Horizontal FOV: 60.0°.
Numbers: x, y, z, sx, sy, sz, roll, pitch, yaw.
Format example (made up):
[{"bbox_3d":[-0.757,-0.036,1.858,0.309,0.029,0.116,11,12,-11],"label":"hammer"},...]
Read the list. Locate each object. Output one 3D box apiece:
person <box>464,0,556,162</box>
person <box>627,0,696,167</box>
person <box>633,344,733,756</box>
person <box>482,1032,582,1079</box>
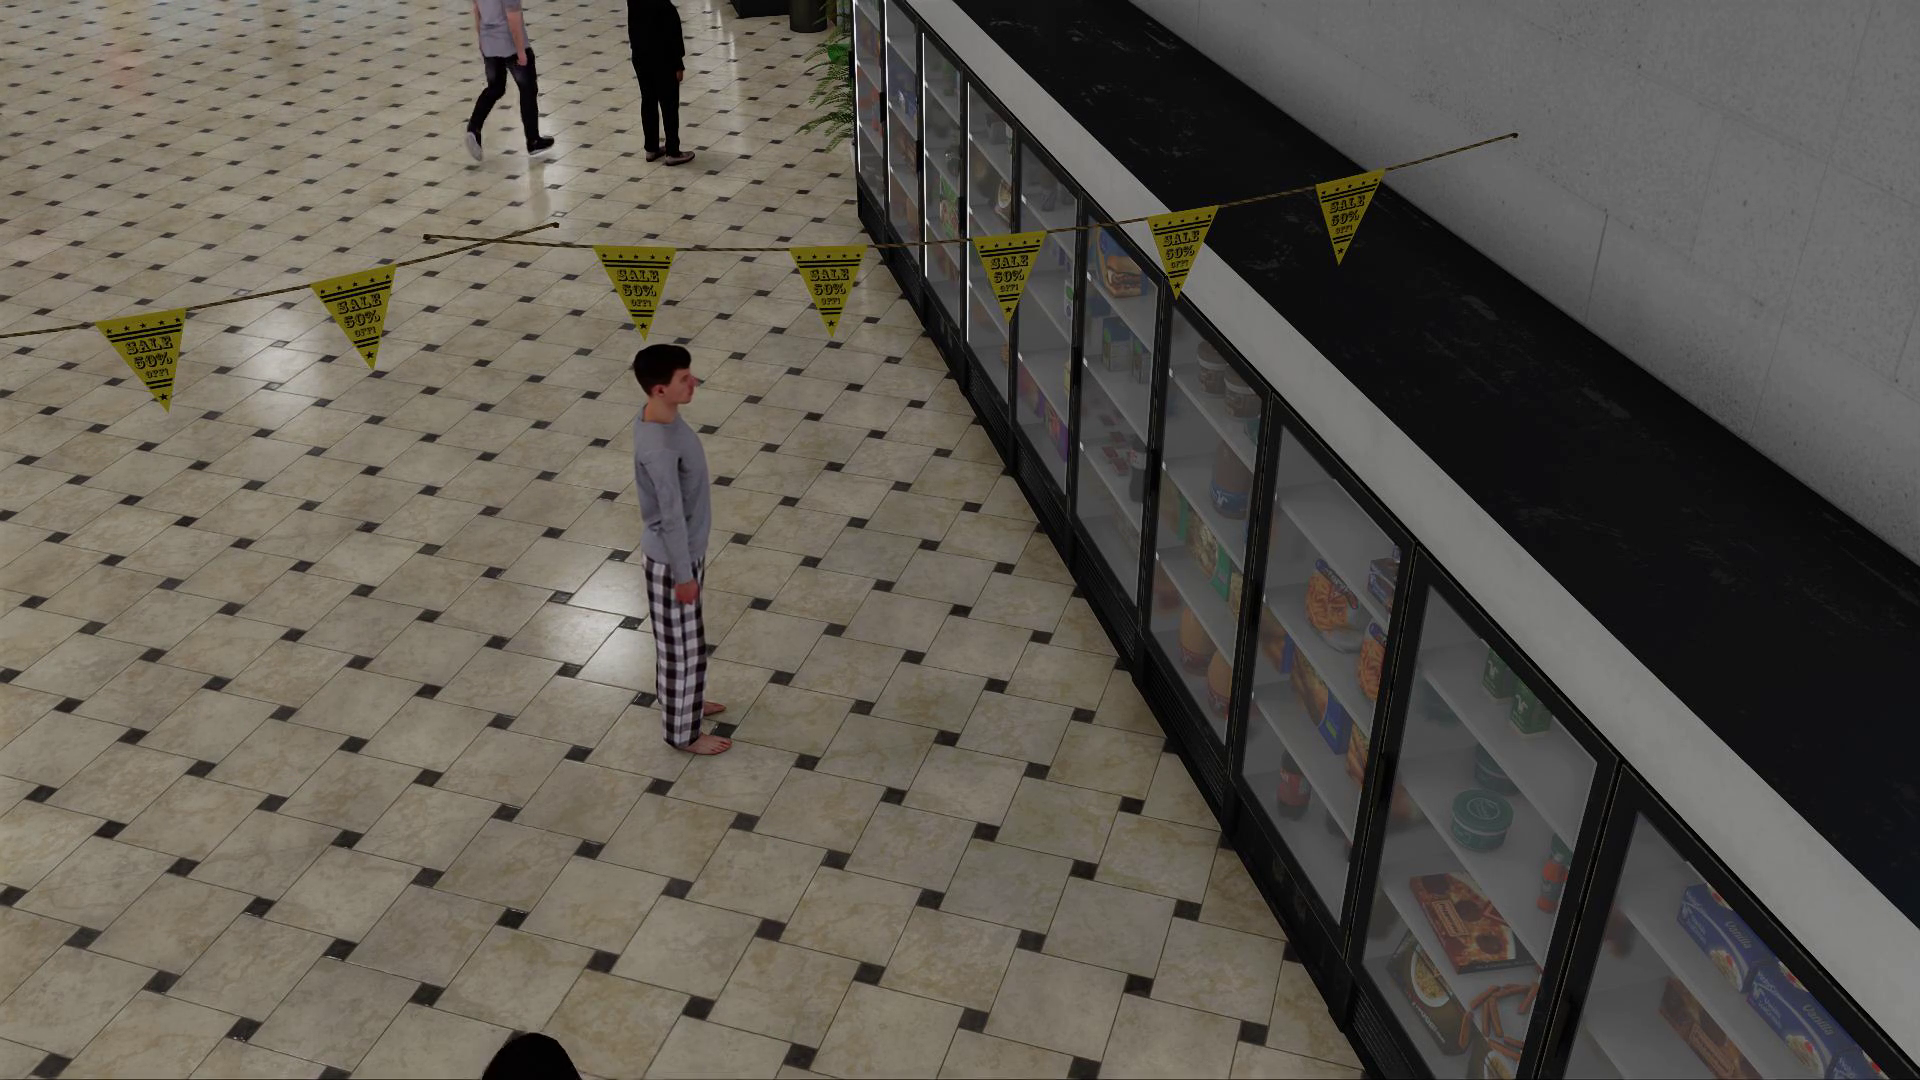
[{"bbox_3d":[-3.677,-3.887,13.181,1.097,1.812,1.157,18,36,26],"label":"person"},{"bbox_3d":[-2.417,-3.809,13.242,0.774,1.616,0.824,19,37,28],"label":"person"},{"bbox_3d":[-1.174,0.042,6.834,0.571,1.847,0.648,-4,32,-7],"label":"person"},{"bbox_3d":[-0.894,1.776,4.263,0.935,1.618,0.991,15,35,22],"label":"person"}]
